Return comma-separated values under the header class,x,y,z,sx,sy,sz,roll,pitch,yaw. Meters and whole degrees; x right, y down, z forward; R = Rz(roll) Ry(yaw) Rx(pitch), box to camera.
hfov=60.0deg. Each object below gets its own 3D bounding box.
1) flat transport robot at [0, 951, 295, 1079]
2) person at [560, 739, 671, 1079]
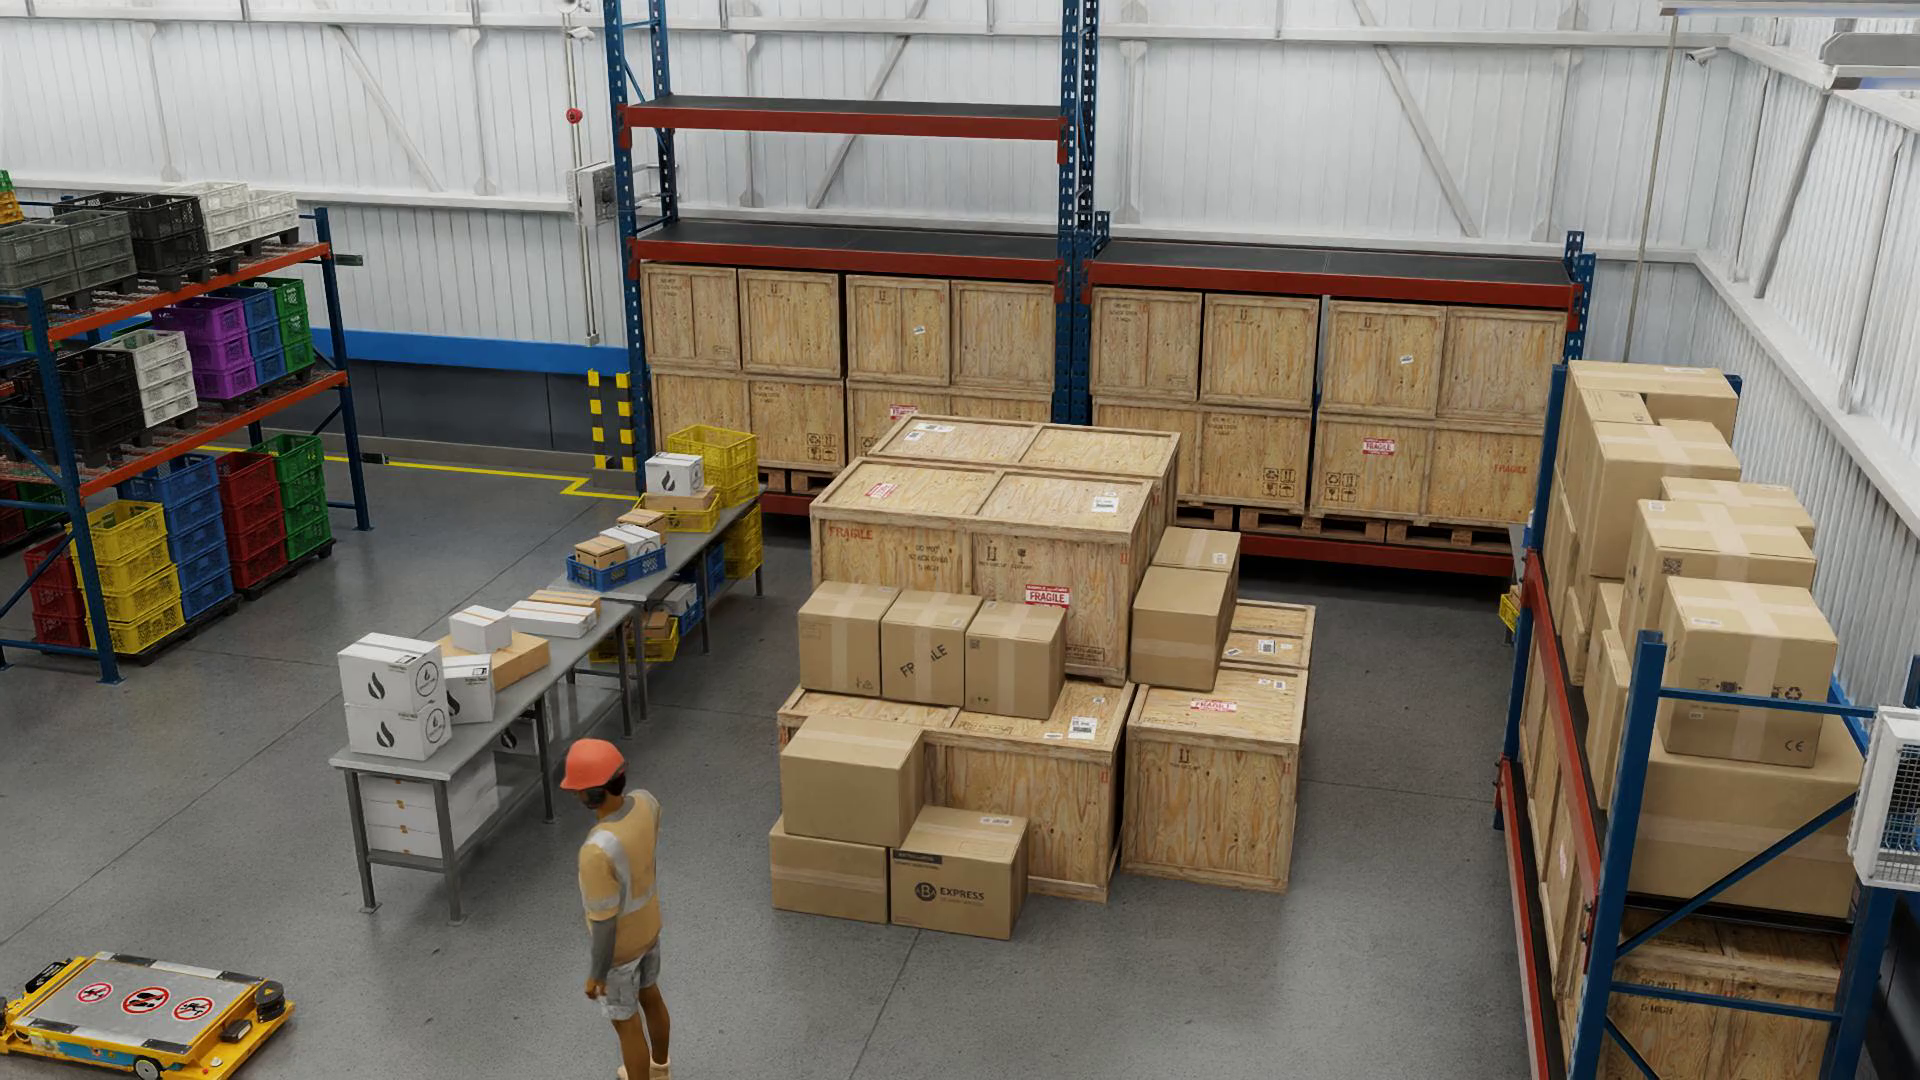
class,x,y,z,sx,sy,sz,roll,pitch,yaw
flat transport robot,-4.270,2.464,8.601,1.431,0.231,0.659,5,22,13
person,-1.599,1.841,7.763,0.394,2.034,0.604,5,22,14
